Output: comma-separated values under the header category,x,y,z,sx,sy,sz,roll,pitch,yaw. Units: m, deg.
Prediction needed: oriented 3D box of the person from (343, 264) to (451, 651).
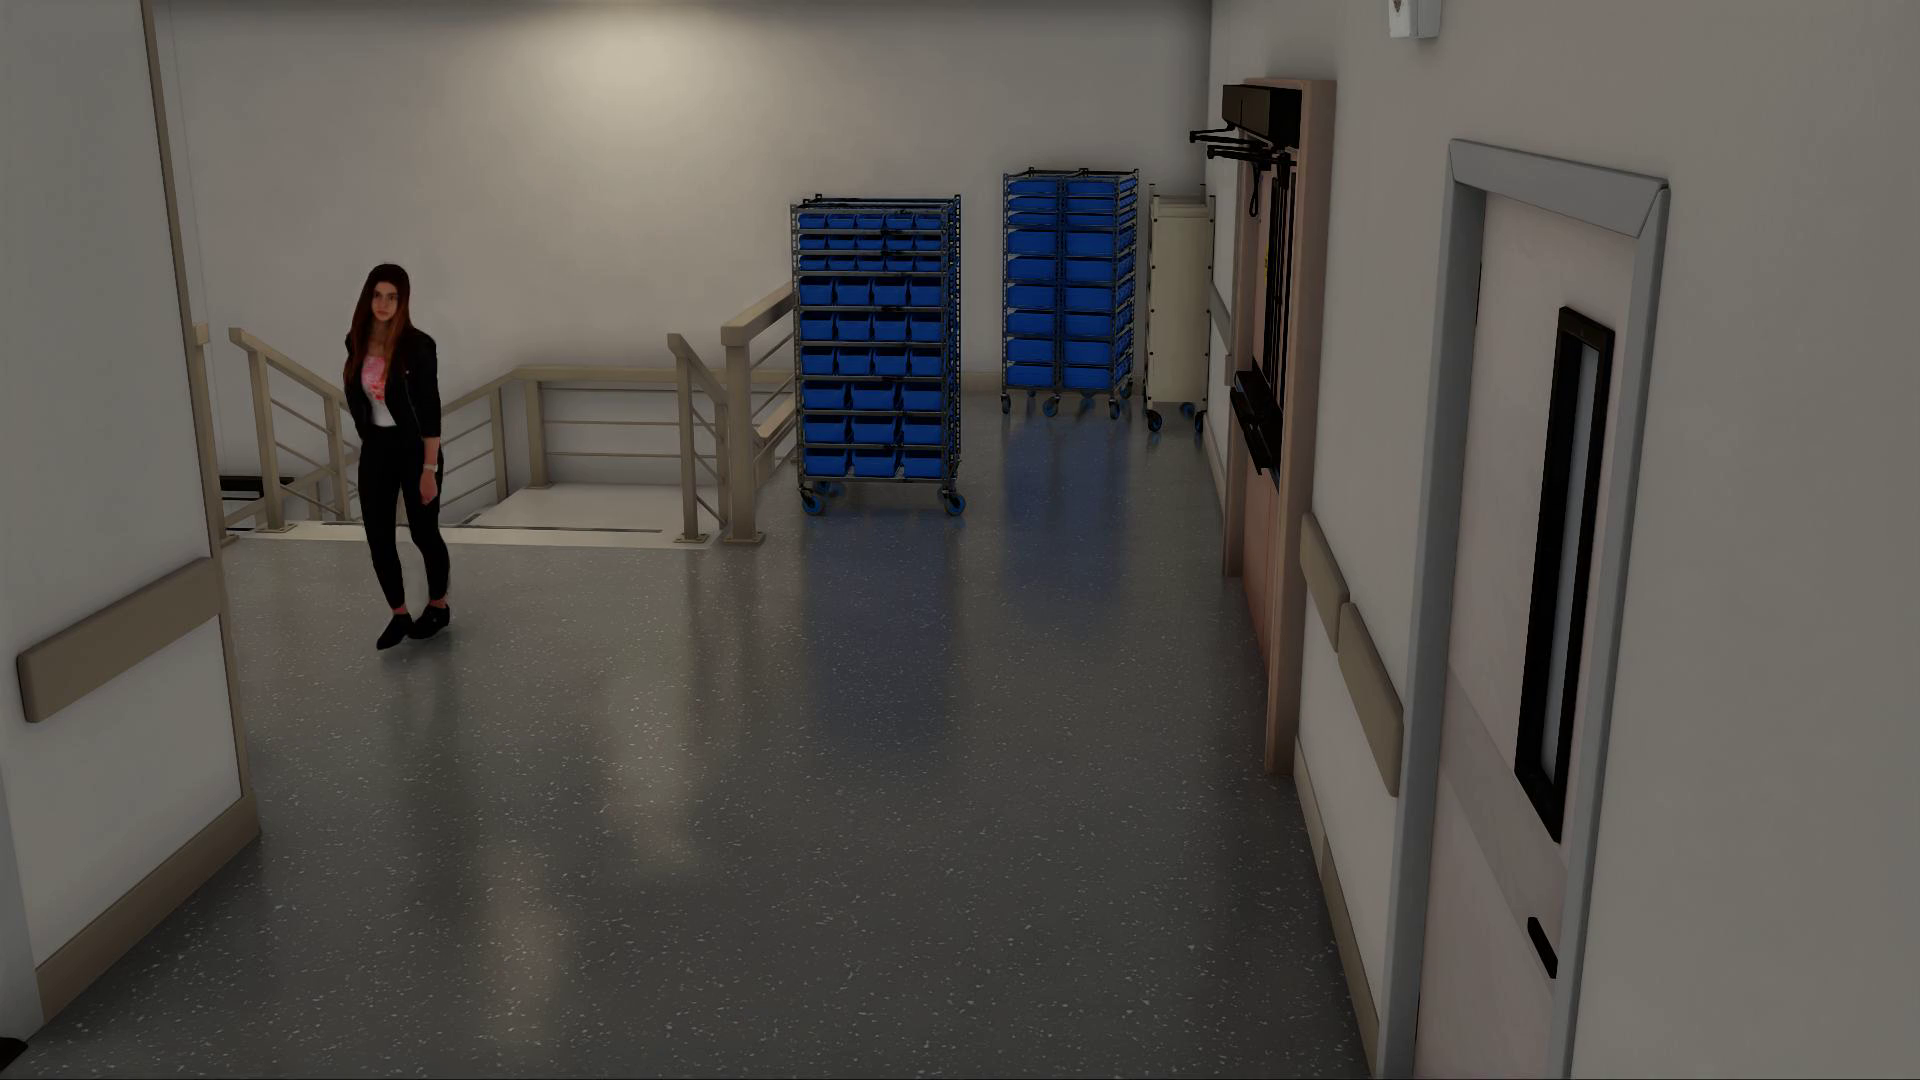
category,x,y,z,sx,sy,sz,roll,pitch,yaw
person,-2.382,-0.355,7.177,0.684,1.665,0.768,6,17,22
